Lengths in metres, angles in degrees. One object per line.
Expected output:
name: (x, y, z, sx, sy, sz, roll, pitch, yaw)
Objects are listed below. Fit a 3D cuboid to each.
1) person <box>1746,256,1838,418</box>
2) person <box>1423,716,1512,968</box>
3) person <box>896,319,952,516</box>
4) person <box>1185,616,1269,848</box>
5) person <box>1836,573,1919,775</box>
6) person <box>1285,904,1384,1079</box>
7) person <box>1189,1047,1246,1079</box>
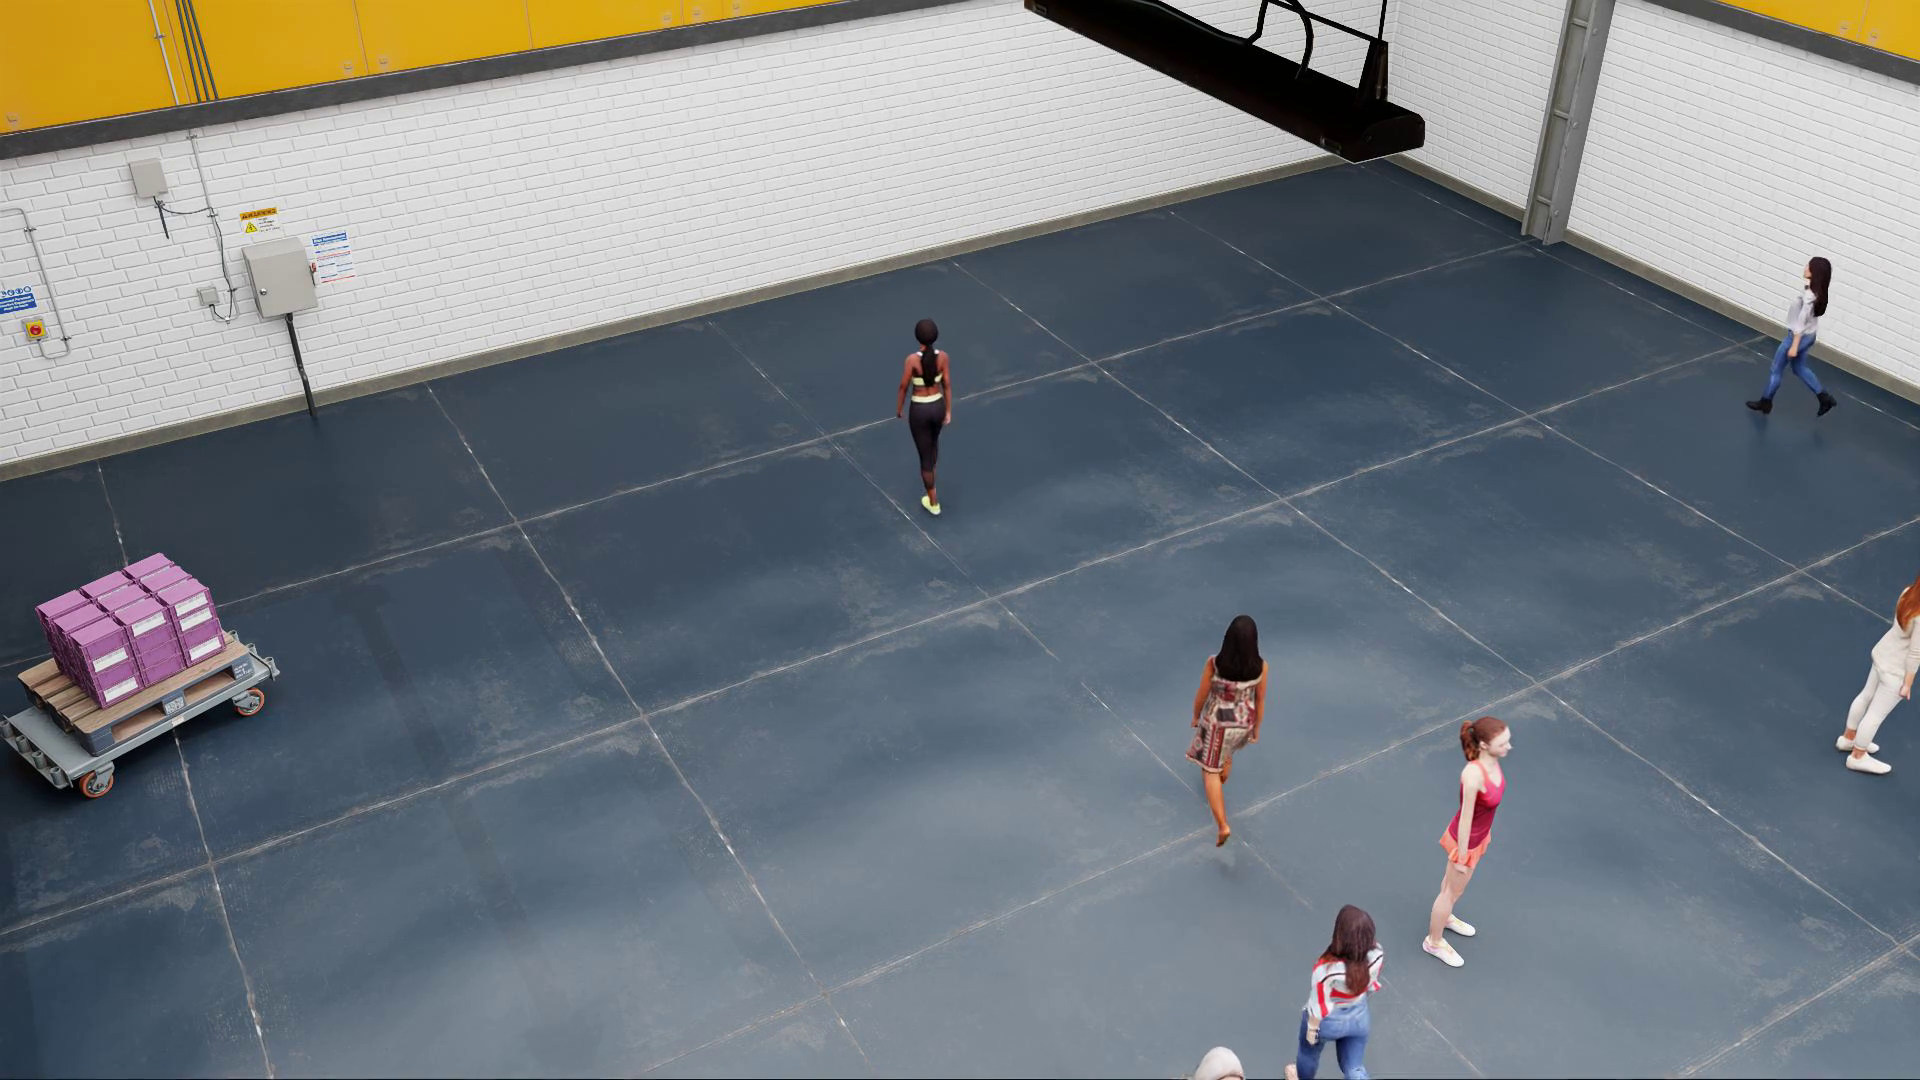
person: (7.858, -1.831, 15.395, 1.061, 1.613, 0.825, 25, 41, 32)
person: (3.024, 1.752, 9.878, 0.699, 1.754, 0.665, 17, 37, 24)
person: (-0.250, -1.001, 14.043, 0.674, 1.728, 0.964, -13, 36, -18)
person: (1.745, 1.243, 10.764, 0.912, 1.620, 1.127, -3, 34, -4)
person: (6.339, 0.833, 11.300, 0.721, 1.709, 0.643, 5, 34, 7)
person: (2.048, 2.575, 8.786, 0.719, 1.592, 1.052, -11, 35, -16)
person: (1.128, 3.005, 8.007, 0.680, 1.737, 0.833, -11, 35, -16)
